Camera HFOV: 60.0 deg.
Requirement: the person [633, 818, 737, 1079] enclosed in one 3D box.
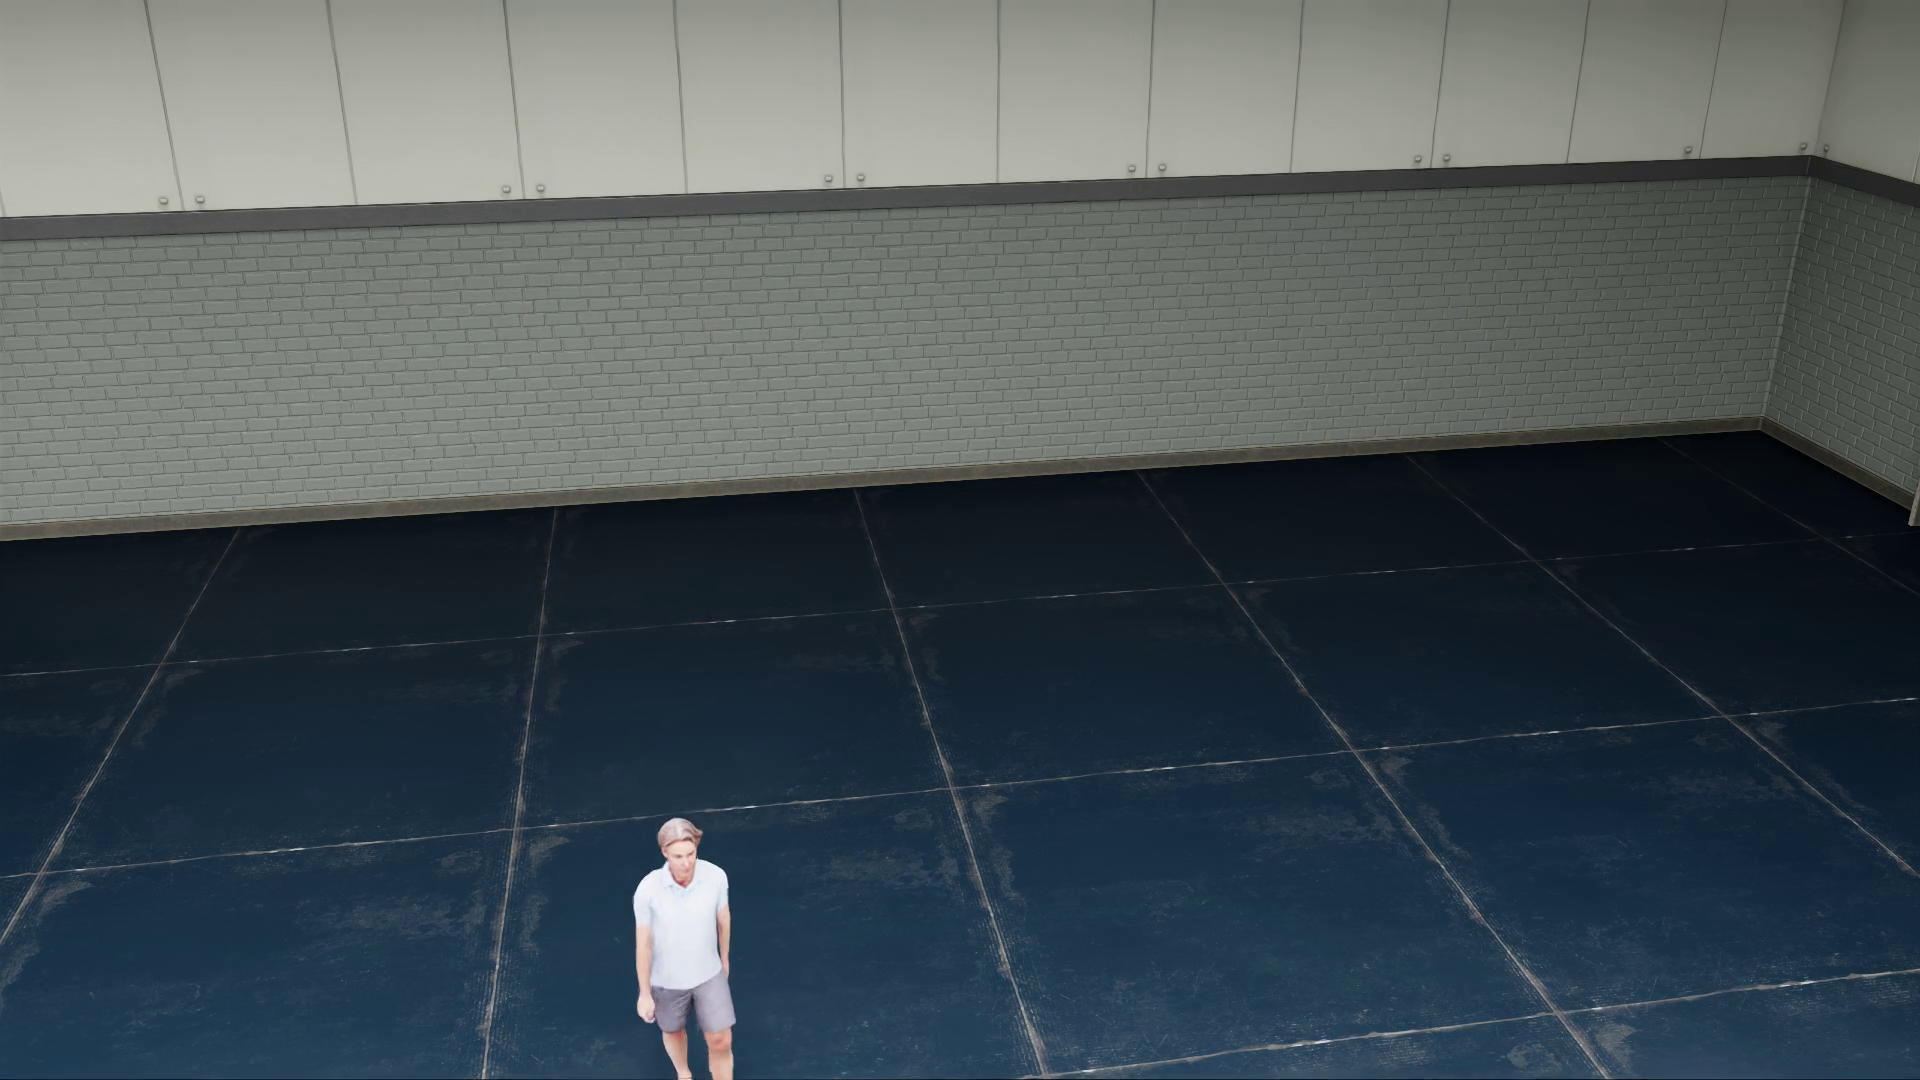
[{"bbox_3d":[-1.415,2.157,8.481,0.708,1.808,0.877,-6,24,-14],"label":"person"}]
